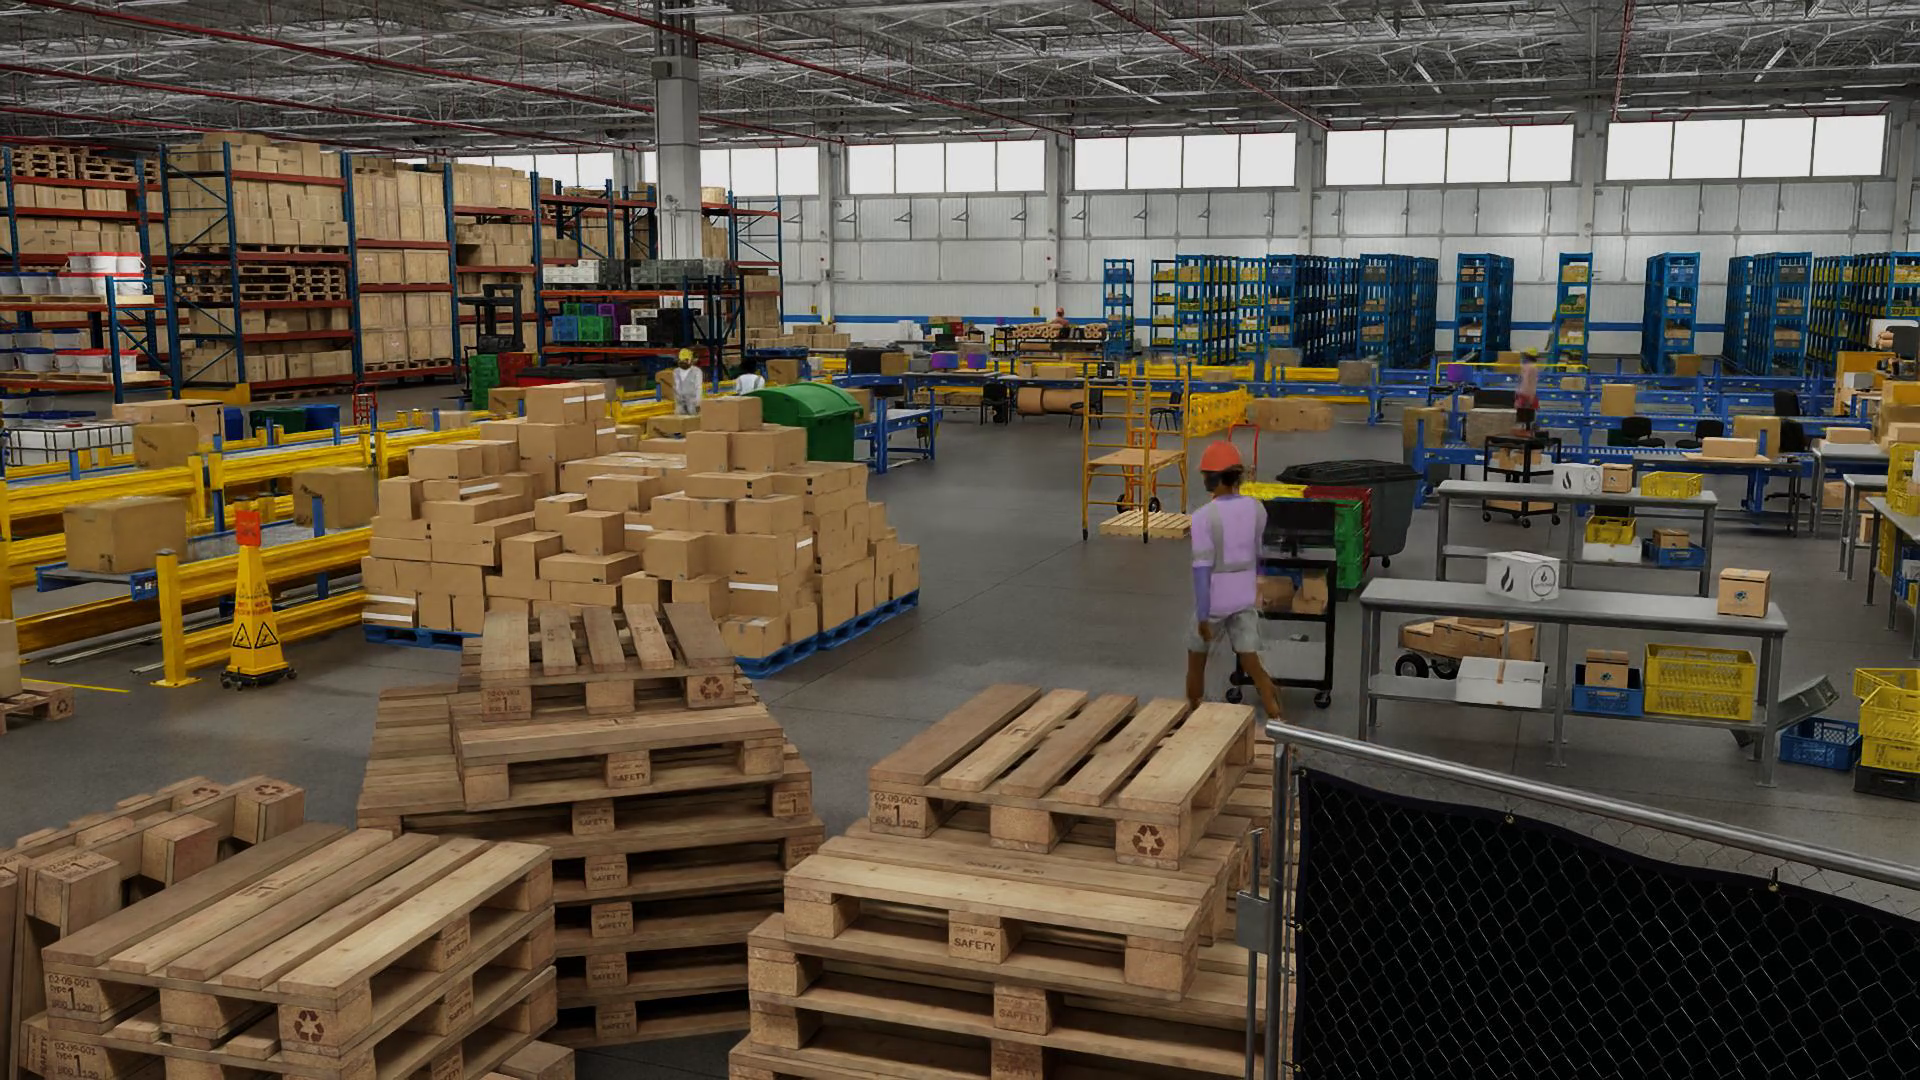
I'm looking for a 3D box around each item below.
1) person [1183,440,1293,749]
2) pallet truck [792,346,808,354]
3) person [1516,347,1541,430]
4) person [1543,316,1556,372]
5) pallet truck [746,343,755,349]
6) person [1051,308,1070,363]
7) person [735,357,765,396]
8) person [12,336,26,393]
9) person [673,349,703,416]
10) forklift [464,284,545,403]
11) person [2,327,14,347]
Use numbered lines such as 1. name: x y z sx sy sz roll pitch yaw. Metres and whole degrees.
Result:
1. person: 1.718 0.375 10.500 0.600 2.008 1.026 -5 10 -29
2. pallet truck: -3.705 -4.298 42.022 0.653 1.274 1.630 3 10 20
3. person: 10.417 -2.693 30.610 0.883 1.728 0.532 -2 9 -14
4. person: 18.133 -5.915 50.619 0.867 1.802 0.610 8 12 41
5. pallet truck: -6.183 -4.618 44.264 1.601 1.201 0.680 -9 12 -43
6. person: 3.230 -6.455 53.391 0.611 1.996 0.375 2 9 11
7. person: -3.495 -2.214 27.733 0.540 1.682 0.447 4 10 23
8. person: -22.720 -4.106 39.878 0.824 1.584 0.528 -2 9 -12
9. person: -4.594 -2.277 27.772 0.594 1.801 0.753 3 10 18
10. forklift: -10.832 -4.702 39.610 1.129 2.768 1.873 3 10 20
11. person: -26.250 -5.064 45.814 0.535 1.620 0.393 3 10 20
